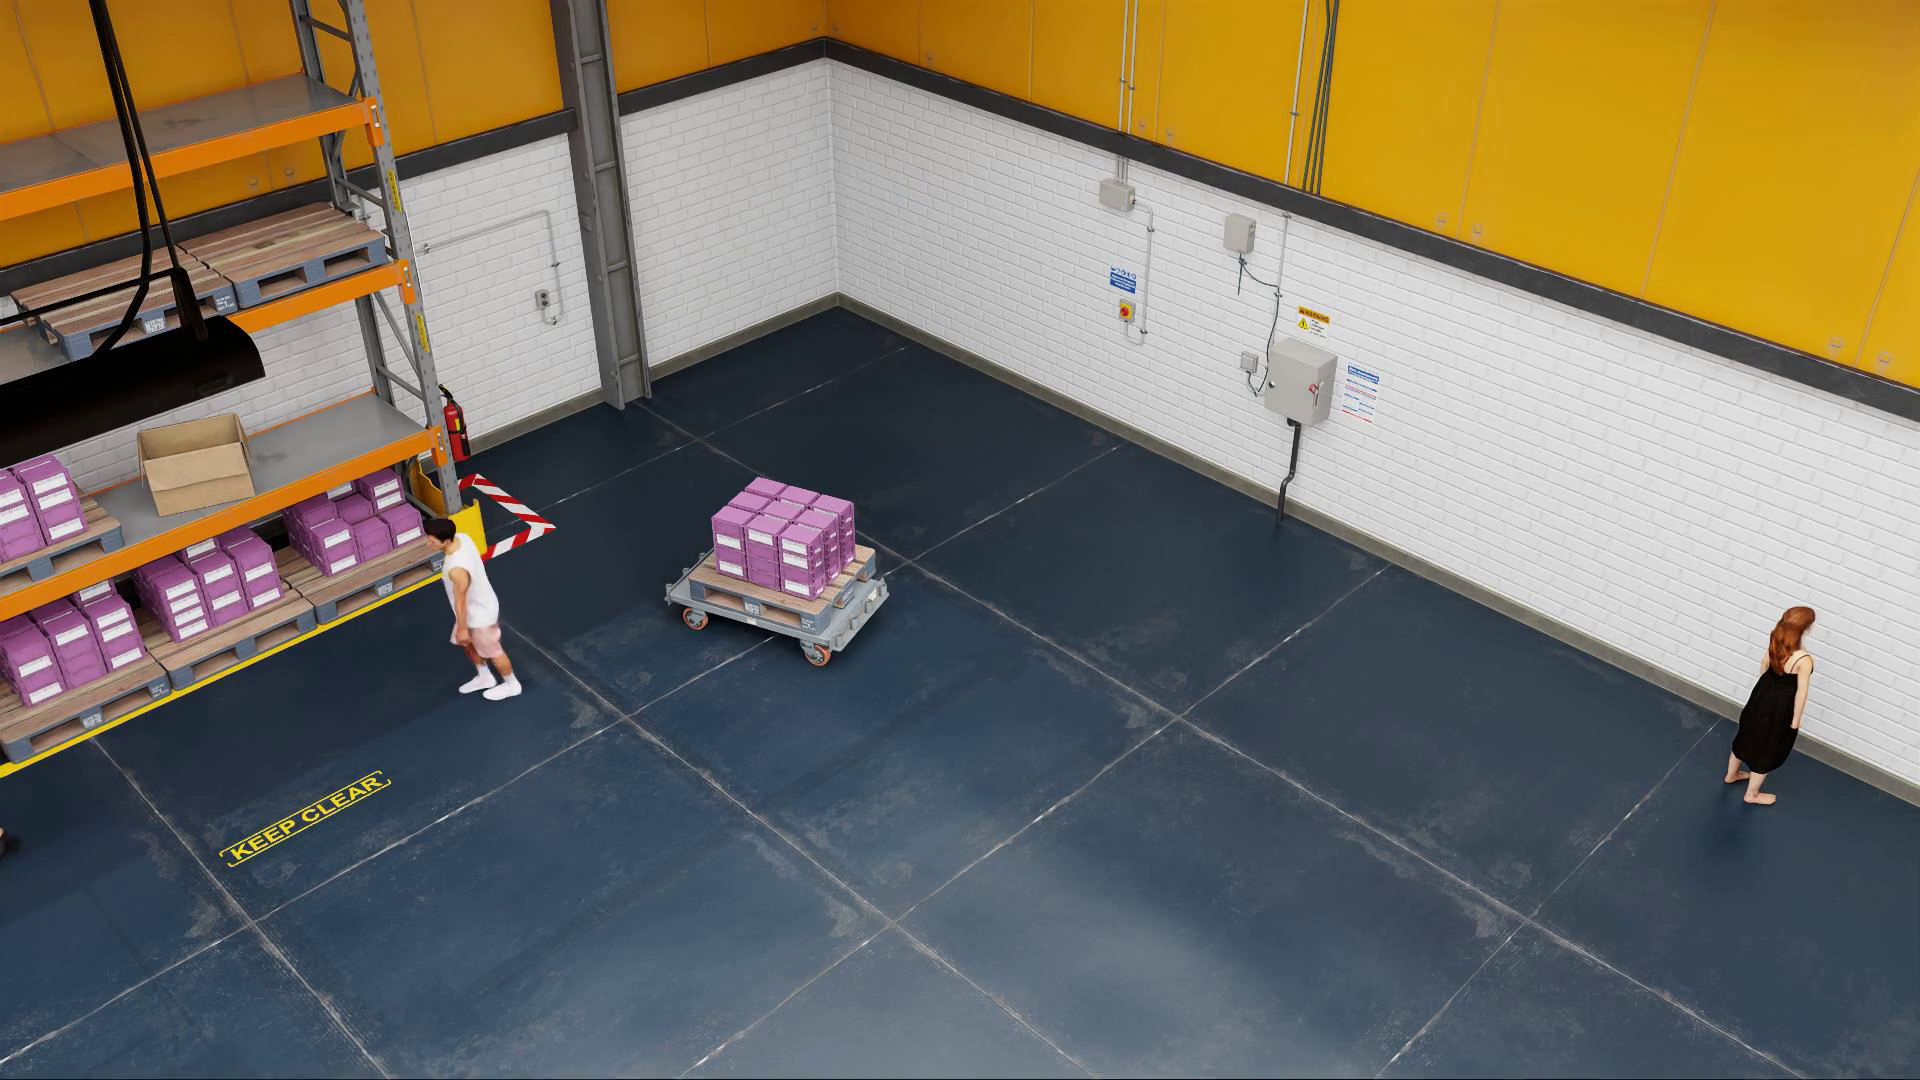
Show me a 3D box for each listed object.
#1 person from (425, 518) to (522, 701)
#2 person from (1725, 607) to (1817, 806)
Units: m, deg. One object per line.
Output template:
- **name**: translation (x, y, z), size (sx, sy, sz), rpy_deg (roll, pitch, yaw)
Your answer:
- **person**: translation (-3.570, 0.512, 12.474), size (0.841, 1.748, 0.798), rpy_deg (-6, 34, -8)
- **person**: translation (5.700, 1.134, 11.649), size (0.718, 1.626, 0.681), rpy_deg (-8, 34, -12)
